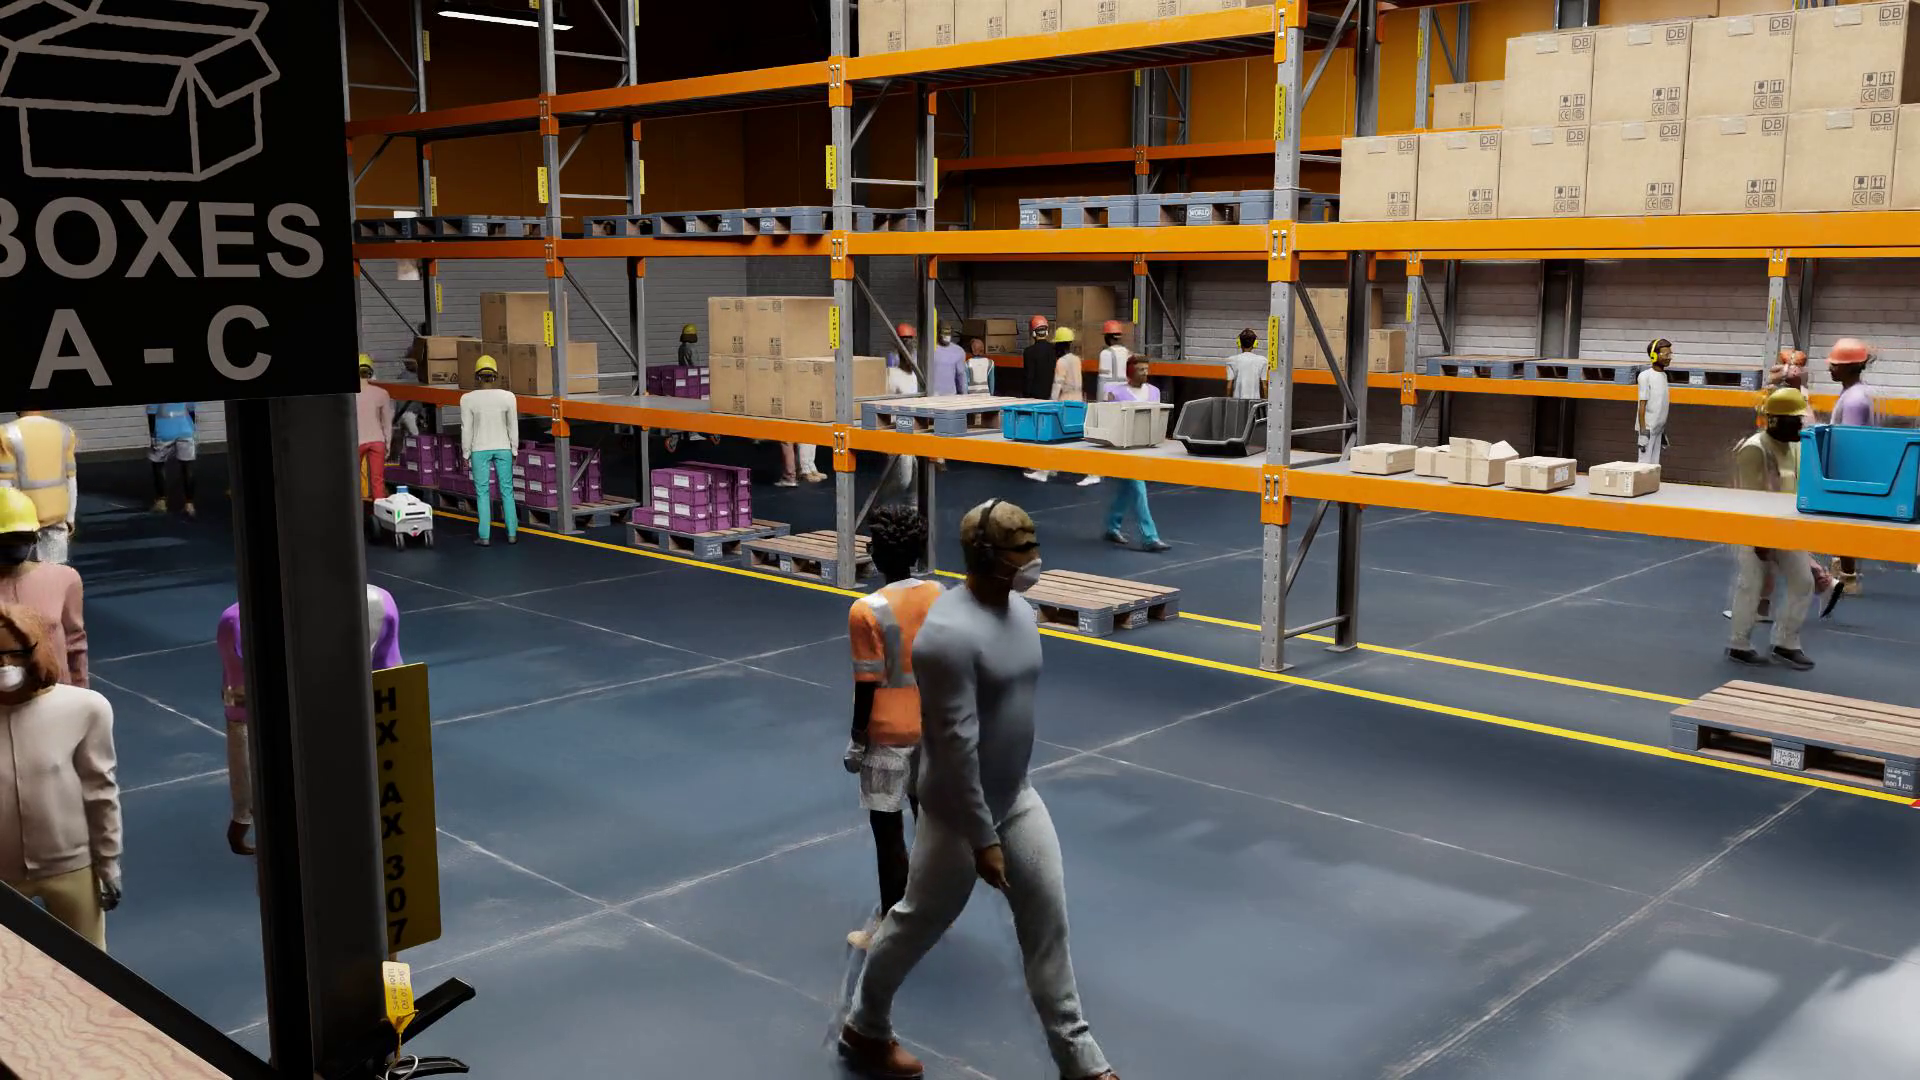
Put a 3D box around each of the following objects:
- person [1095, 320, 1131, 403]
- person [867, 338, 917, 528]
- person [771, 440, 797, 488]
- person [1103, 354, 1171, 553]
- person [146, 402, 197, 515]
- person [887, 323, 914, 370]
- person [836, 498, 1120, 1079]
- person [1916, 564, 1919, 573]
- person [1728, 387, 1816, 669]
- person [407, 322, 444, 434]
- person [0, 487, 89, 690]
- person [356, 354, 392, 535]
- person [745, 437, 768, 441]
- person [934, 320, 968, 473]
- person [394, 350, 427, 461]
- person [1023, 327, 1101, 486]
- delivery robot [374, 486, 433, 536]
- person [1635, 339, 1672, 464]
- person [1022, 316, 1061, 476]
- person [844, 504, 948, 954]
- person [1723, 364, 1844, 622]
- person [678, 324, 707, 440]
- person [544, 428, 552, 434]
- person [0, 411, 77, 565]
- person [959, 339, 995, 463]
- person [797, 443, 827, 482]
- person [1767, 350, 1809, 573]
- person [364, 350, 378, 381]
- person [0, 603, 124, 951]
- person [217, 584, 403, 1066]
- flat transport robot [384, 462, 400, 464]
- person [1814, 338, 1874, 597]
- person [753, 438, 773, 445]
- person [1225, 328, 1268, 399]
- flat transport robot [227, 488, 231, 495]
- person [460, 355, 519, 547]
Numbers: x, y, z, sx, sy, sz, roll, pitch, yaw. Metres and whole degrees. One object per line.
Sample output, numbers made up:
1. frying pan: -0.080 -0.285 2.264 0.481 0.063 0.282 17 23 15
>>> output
1. person: 1.911 -1.813 21.012 0.400 1.923 0.541 8 12 39
2. person: -0.553 -0.940 15.616 0.607 1.925 0.635 7 12 37
3. person: -2.152 -1.559 19.526 0.641 1.884 0.658 6 11 33
4. person: 1.618 -0.805 15.208 0.592 1.789 0.973 -7 12 -37
5. person: -8.229 -1.092 17.340 0.551 1.677 0.673 -9 13 -44
6. person: -0.633 -1.746 20.690 0.543 1.901 0.905 -5 10 -26
7. person: 0.053 0.806 5.078 1.036 1.892 0.636 6 11 32
8. person: 8.203 -0.607 13.824 0.509 1.853 0.387 -7 12 -38
9. person: 5.211 -0.054 10.552 0.599 1.811 0.629 -5 10 -27
10. person: -7.221 -1.995 22.371 0.601 1.845 0.988 7 11 36
11. person: -3.714 0.641 6.521 0.745 1.744 0.534 8 12 42
12. person: -5.770 -0.928 16.114 0.539 1.727 0.687 -6 11 -34
13. person: -3.020 -2.484 24.735 0.377 2.041 0.615 -3 10 -19
14. person: -0.193 -1.785 20.826 0.654 1.912 0.665 -4 10 -23
15. person: -6.716 -1.520 20.245 0.605 1.583 0.507 1 9 8
16. person: 1.236 -1.571 19.651 0.991 1.876 0.594 3 10 17
17. delivery robot: -5.135 -0.255 15.333 0.477 0.478 0.707 -7 11 -36
18. person: 6.896 -1.060 16.528 0.520 1.873 0.328 -9 13 -43
19. person: 0.991 -1.761 20.474 0.608 1.986 0.391 -7 12 -38
20. person: -0.230 0.708 6.222 0.318 1.697 0.535 7 12 37
21. person: 5.962 -0.322 11.951 0.674 1.888 0.663 6 11 33
22. person: -4.032 -2.364 24.920 0.297 1.744 0.487 -7 12 -38
23. person: -6.347 -2.596 25.866 0.401 1.899 0.646 -1 9 -4
24. person: -6.066 -0.168 10.905 0.411 1.917 0.566 5 11 30
25. person: 0.227 -1.842 22.031 0.512 1.641 0.309 -4 10 -25
26. person: -1.792 -1.625 20.083 0.430 1.843 0.625 2 9 12
27. person: 6.951 -0.661 14.049 0.352 1.884 0.576 6 11 34
28. person: -6.965 -1.394 19.395 0.535 1.624 0.360 5 10 27
29. person: -2.684 0.975 4.812 0.495 1.626 0.284 -5 10 -26
30. person: -2.013 0.756 5.194 0.553 1.935 0.362 -8 12 -40
31. flat transport robot: -6.488 -0.825 19.985 1.431 0.197 0.652 -2 10 -12
32. person: 6.853 -0.554 12.958 0.470 2.022 0.634 4 10 26
33. person: -2.888 -2.181 24.152 0.529 1.623 0.443 -3 10 -16
34. person: 3.339 -1.537 19.473 0.513 1.867 0.331 1 9 4
35. flat transport robot: -7.504 -0.655 18.942 0.652 0.197 1.431 6 11 34
36. person: -4.345 -0.819 15.373 0.529 1.767 0.329 -5 11 -28
